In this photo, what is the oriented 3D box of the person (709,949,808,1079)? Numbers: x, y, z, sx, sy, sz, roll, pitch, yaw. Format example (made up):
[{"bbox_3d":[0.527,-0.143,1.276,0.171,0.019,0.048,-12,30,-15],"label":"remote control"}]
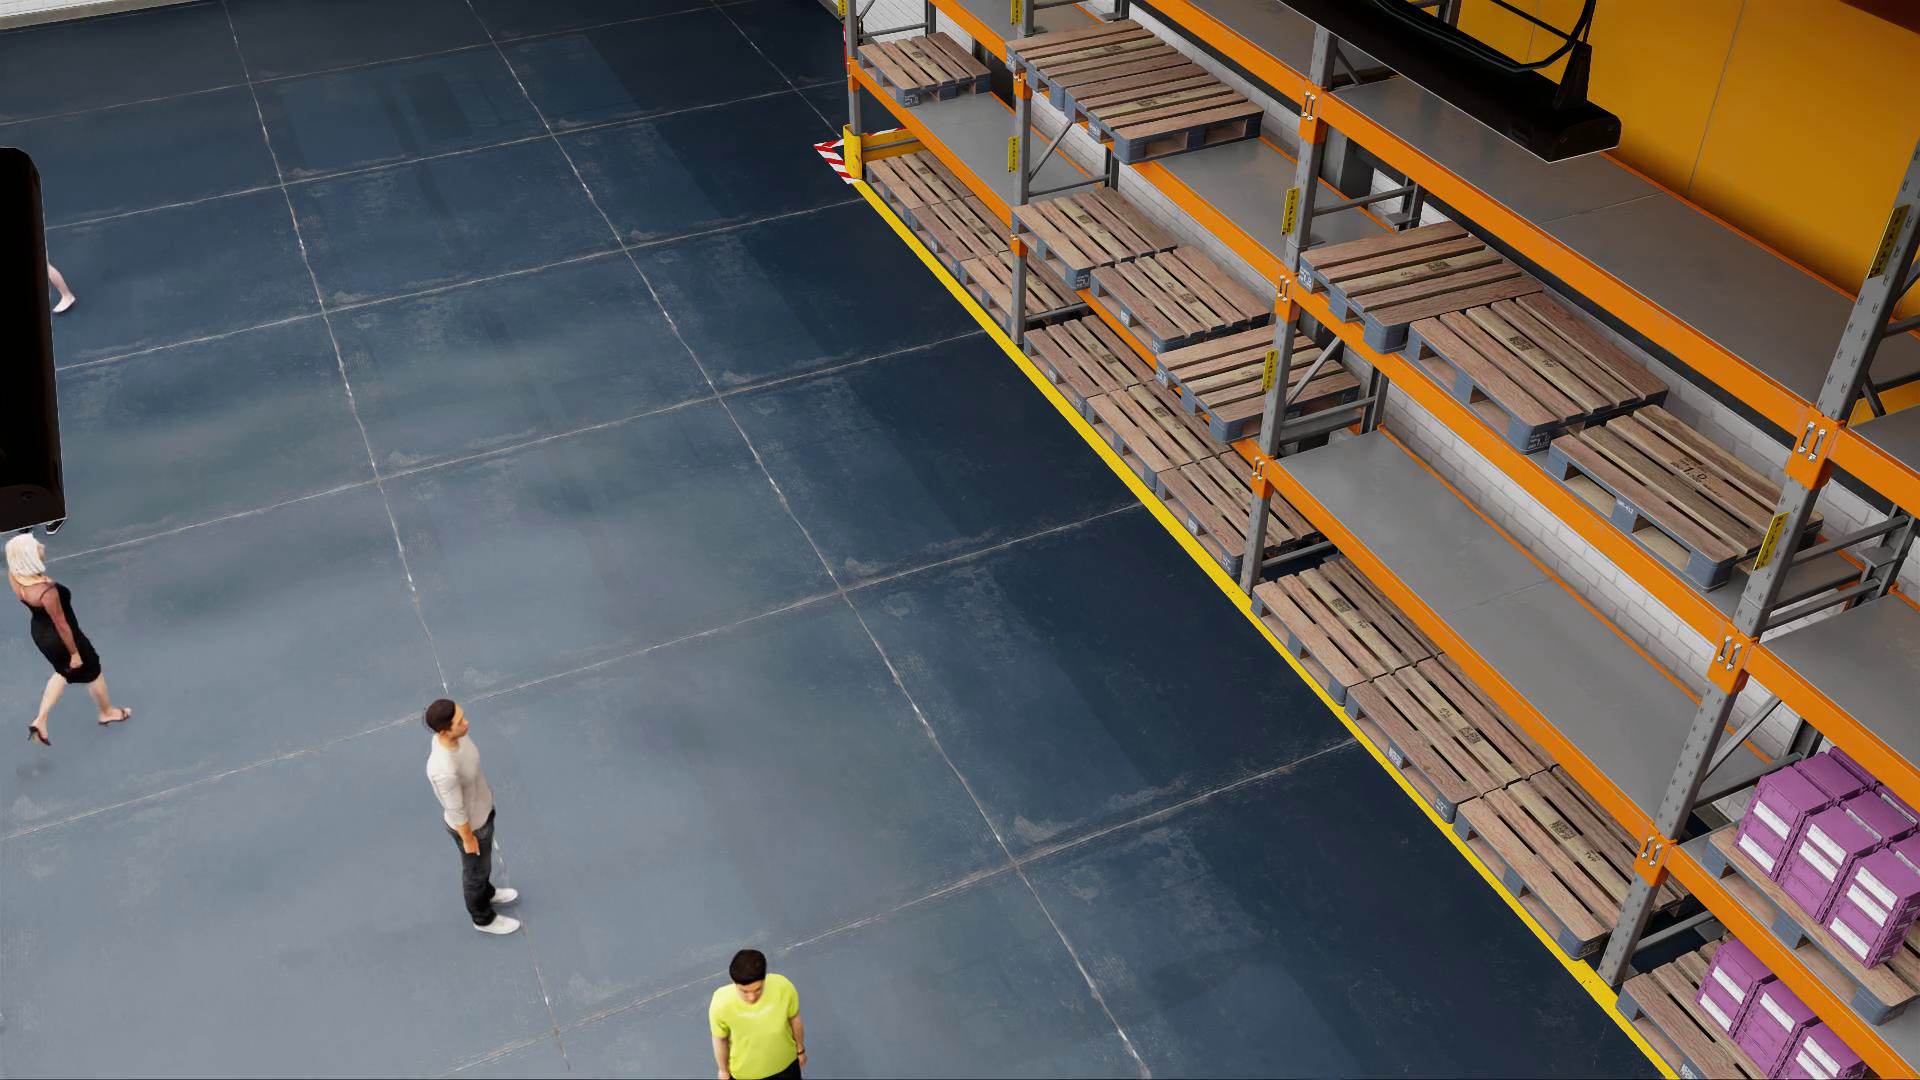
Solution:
[{"bbox_3d":[-1.041,2.665,8.656,0.626,1.706,0.529,-14,41,-17],"label":"person"}]

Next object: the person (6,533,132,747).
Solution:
[{"bbox_3d":[-6.077,0.707,11.089,0.948,1.731,0.952,21,43,24],"label":"person"}]

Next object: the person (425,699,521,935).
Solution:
[{"bbox_3d":[-2.934,1.625,9.874,0.772,1.811,0.570,-6,39,-8],"label":"person"}]
